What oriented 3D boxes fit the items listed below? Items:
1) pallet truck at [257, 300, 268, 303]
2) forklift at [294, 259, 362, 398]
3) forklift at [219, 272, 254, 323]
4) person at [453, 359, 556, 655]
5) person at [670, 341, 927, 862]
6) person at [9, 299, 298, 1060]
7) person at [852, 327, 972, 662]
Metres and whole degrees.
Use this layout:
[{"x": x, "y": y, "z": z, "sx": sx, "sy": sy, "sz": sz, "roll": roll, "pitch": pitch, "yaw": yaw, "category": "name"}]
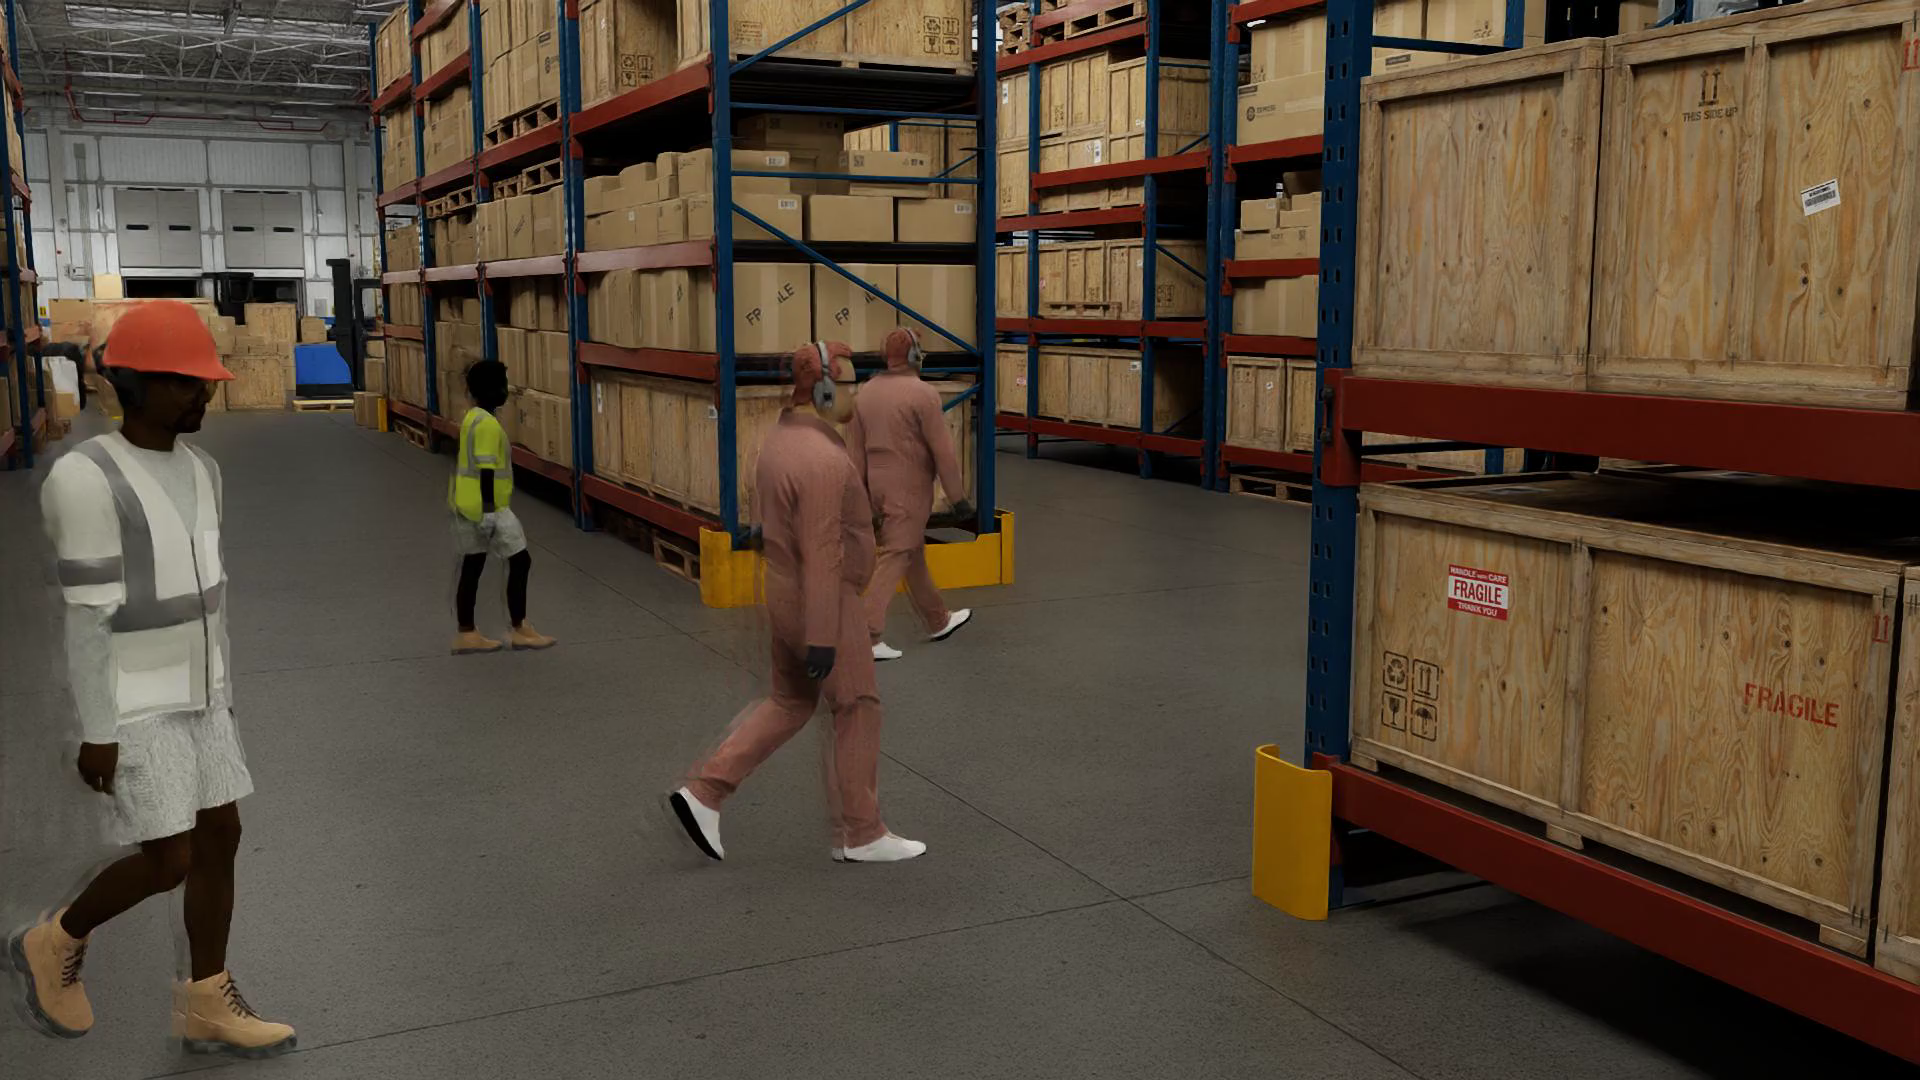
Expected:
[{"x": -23.913, "y": -7.404, "z": 58.171, "sx": 1.885, "sy": 1.965, "sz": 0.823, "roll": -1, "pitch": 8, "yaw": -9, "category": "pallet truck"}, {"x": -12.554, "y": -4.313, "z": 33.833, "sx": 1.873, "sy": 2.768, "sz": 1.129, "roll": -3, "pitch": 9, "yaw": -17, "category": "forklift"}, {"x": -21.660, "y": -6.656, "z": 49.987, "sx": 1.873, "sy": 2.768, "sz": 1.129, "roll": 6, "pitch": 10, "yaw": 37, "category": "forklift"}, {"x": -2.584, "y": -0.184, "z": 9.453, "sx": 0.656, "sy": 1.671, "sz": 0.558, "roll": -4, "pitch": 9, "yaw": -28, "category": "person"}, {"x": -0.578, "y": 0.240, "z": 5.860, "sx": 0.831, "sy": 1.885, "sz": 0.640, "roll": -4, "pitch": 9, "yaw": -24, "category": "person"}, {"x": -2.131, "y": 0.390, "z": 4.327, "sx": 0.623, "sy": 2.023, "sz": 0.611, "roll": 1, "pitch": 8, "yaw": 10, "category": "person"}, {"x": -0.253, "y": -0.265, "z": 9.434, "sx": 0.994, "sy": 1.856, "sz": 0.647, "roll": -6, "pitch": 10, "yaw": -38, "category": "person"}]
